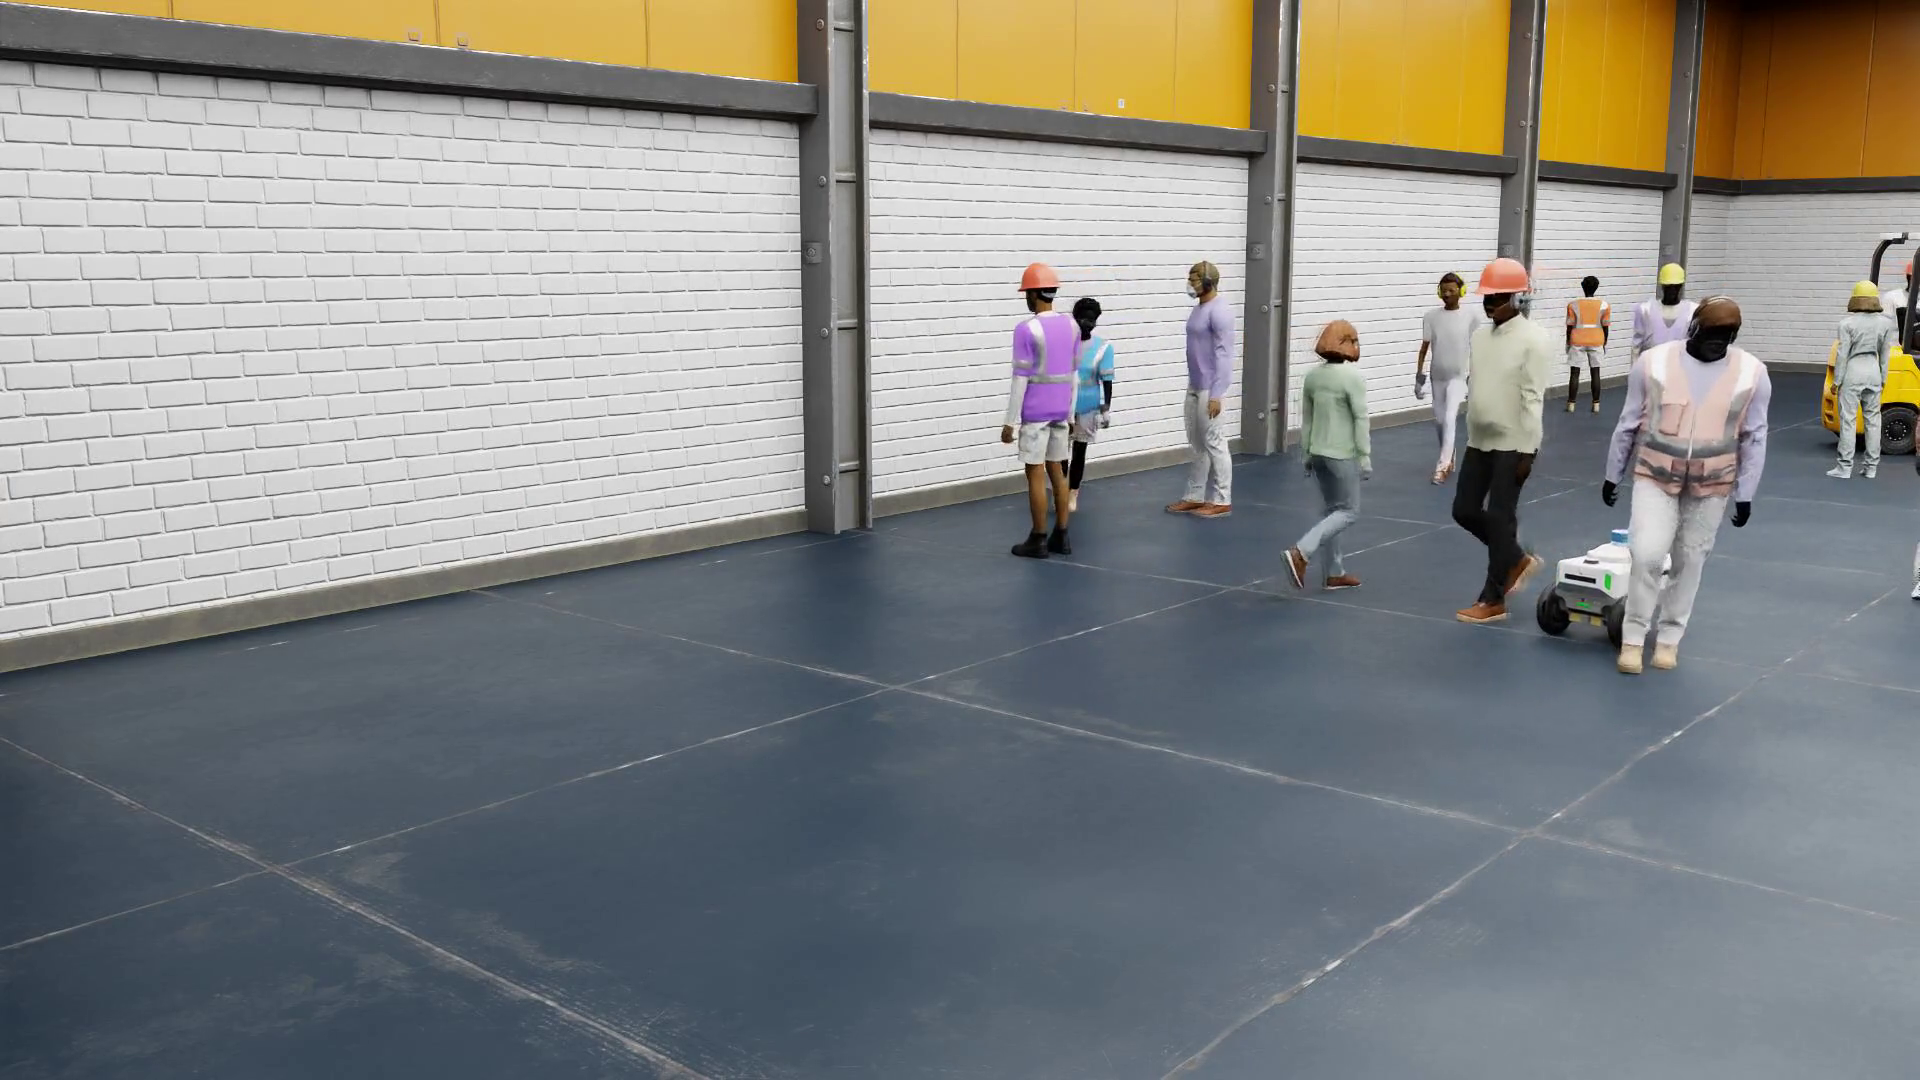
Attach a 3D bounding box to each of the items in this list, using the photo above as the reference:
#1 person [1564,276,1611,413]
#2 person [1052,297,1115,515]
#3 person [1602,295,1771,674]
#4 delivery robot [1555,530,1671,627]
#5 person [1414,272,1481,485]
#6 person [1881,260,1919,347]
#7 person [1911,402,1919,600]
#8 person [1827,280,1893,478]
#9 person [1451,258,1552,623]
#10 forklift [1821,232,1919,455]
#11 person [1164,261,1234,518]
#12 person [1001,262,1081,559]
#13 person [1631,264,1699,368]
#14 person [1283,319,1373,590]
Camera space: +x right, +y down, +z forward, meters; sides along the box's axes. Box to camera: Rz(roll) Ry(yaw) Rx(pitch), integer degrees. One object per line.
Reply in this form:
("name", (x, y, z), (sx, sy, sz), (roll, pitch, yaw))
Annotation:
("person", (7.745, -2.413, 20.548), (0.528, 1.691, 0.320), (2, 10, 13))
("person", (0.891, -1.006, 12.590), (0.554, 1.652, 0.570), (0, 10, 1))
("person", (3.419, -0.244, 7.867), (0.700, 1.805, 0.630), (4, 11, 20))
("delivery robot", (3.443, 0.190, 8.684), (0.707, 0.478, 0.477), (-7, 12, -36))
("person", (4.282, -1.435, 14.598), (0.517, 1.834, 0.917), (5, 11, 26))
("person", (10.272, -2.095, 18.074), (0.563, 1.919, 0.728), (4, 11, 21))
("person", (5.730, -0.437, 9.488), (0.528, 1.611, 0.697), (6, 12, 32))
("person", (7.950, -1.416, 14.716), (0.492, 1.740, 0.325), (0, 10, -2))
("person", (2.970, -0.535, 9.035), (0.549, 1.973, 0.616), (-5, 11, -24))
("forklift", (9.955, -1.972, 16.595), (2.313, 2.155, 1.214), (1, 10, 8))
("person", (1.830, -1.121, 12.533), (0.488, 1.931, 0.651), (-2, 10, -11))
("person", (0.530, -0.838, 10.877), (0.556, 1.933, 0.375), (-9, 14, -43))
("person", (6.277, -1.494, 14.756), (0.612, 1.876, 0.954), (4, 11, 20))
("person", (2.152, -0.484, 9.750), (0.576, 1.615, 0.519), (-5, 11, -26))
